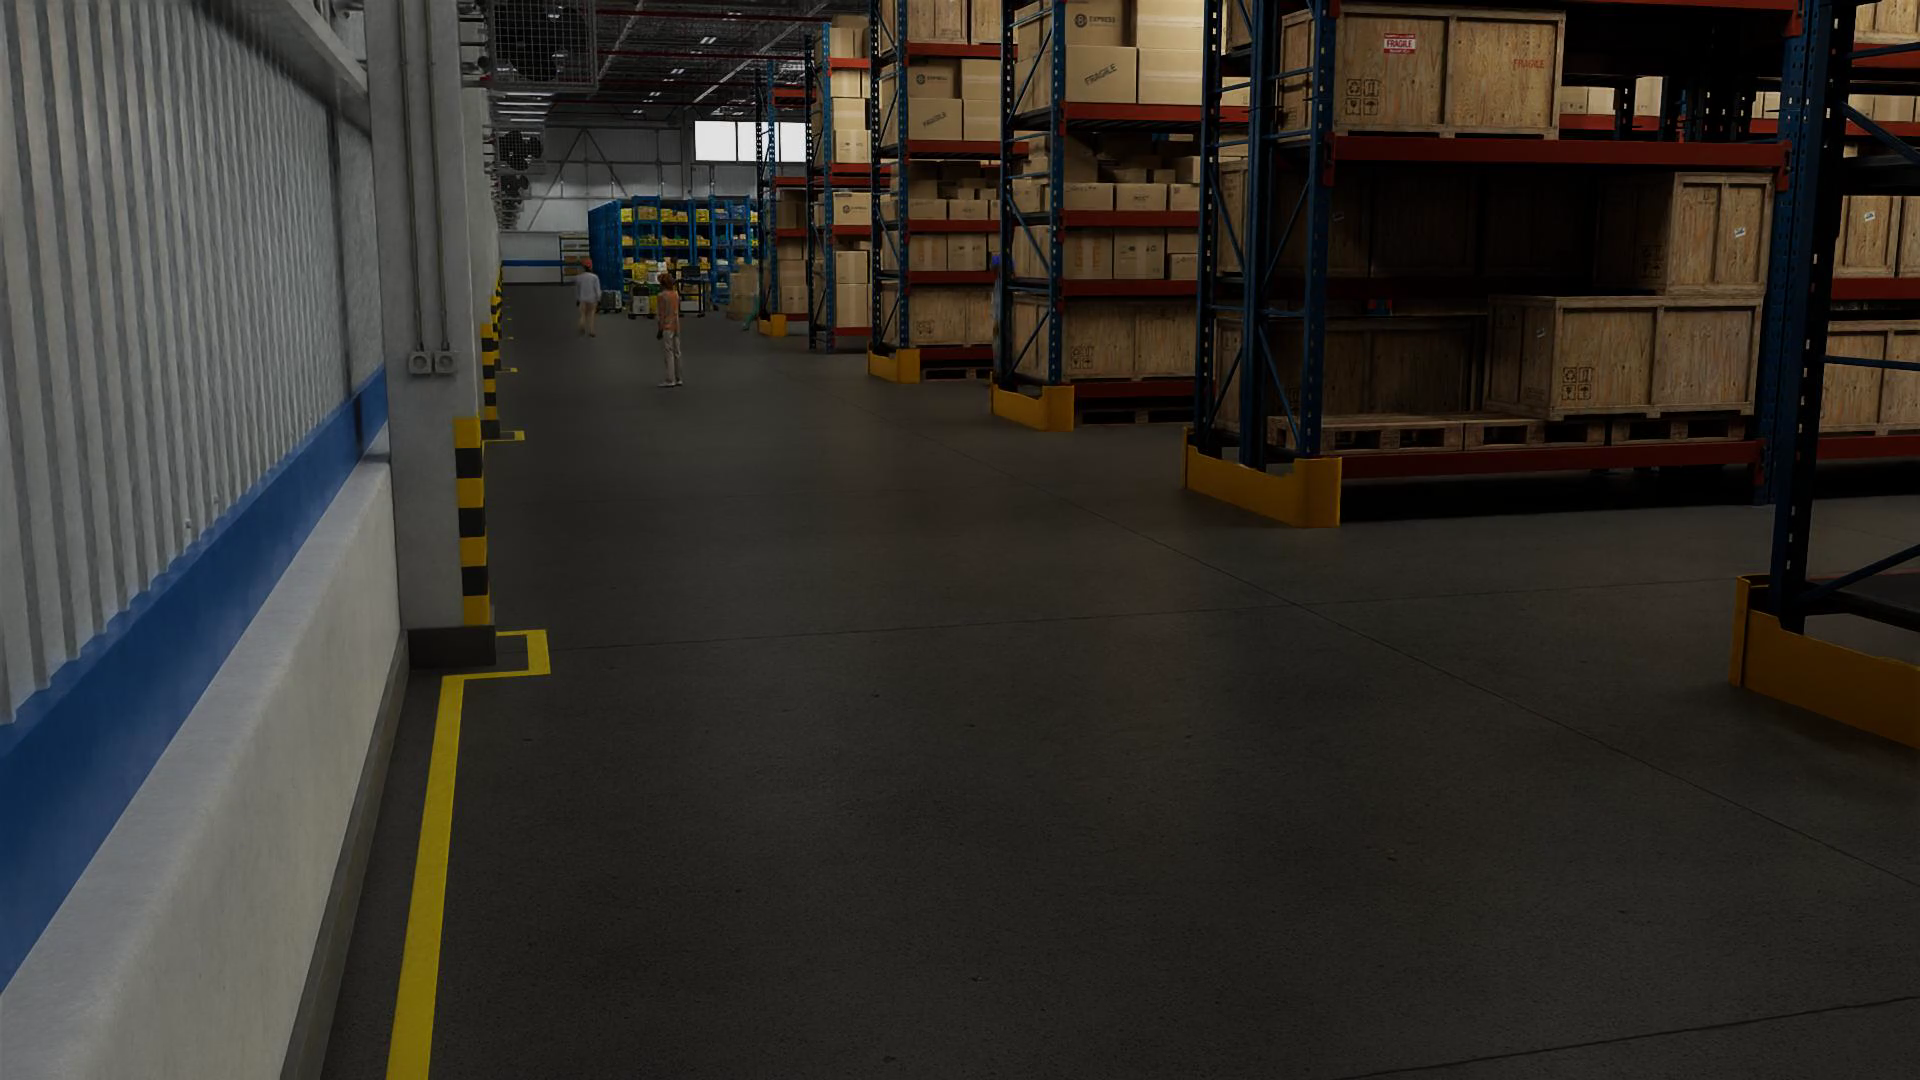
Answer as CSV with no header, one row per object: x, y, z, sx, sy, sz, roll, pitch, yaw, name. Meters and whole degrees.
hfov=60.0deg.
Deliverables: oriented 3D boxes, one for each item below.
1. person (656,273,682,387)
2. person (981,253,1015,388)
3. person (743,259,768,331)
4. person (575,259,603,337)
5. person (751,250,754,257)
-4.204,-3.024,24.003,0.315,1.641,0.514,4,11,21,person
0.680,-3.104,23.653,0.701,1.926,0.617,2,10,8,person
-4.765,-5.868,39.872,0.921,1.713,0.530,-3,10,-15,person
-8.274,-5.385,37.099,0.568,1.734,0.364,2,10,10,person
-10.038,-13.189,80.984,0.380,1.845,0.570,-9,13,-41,person
